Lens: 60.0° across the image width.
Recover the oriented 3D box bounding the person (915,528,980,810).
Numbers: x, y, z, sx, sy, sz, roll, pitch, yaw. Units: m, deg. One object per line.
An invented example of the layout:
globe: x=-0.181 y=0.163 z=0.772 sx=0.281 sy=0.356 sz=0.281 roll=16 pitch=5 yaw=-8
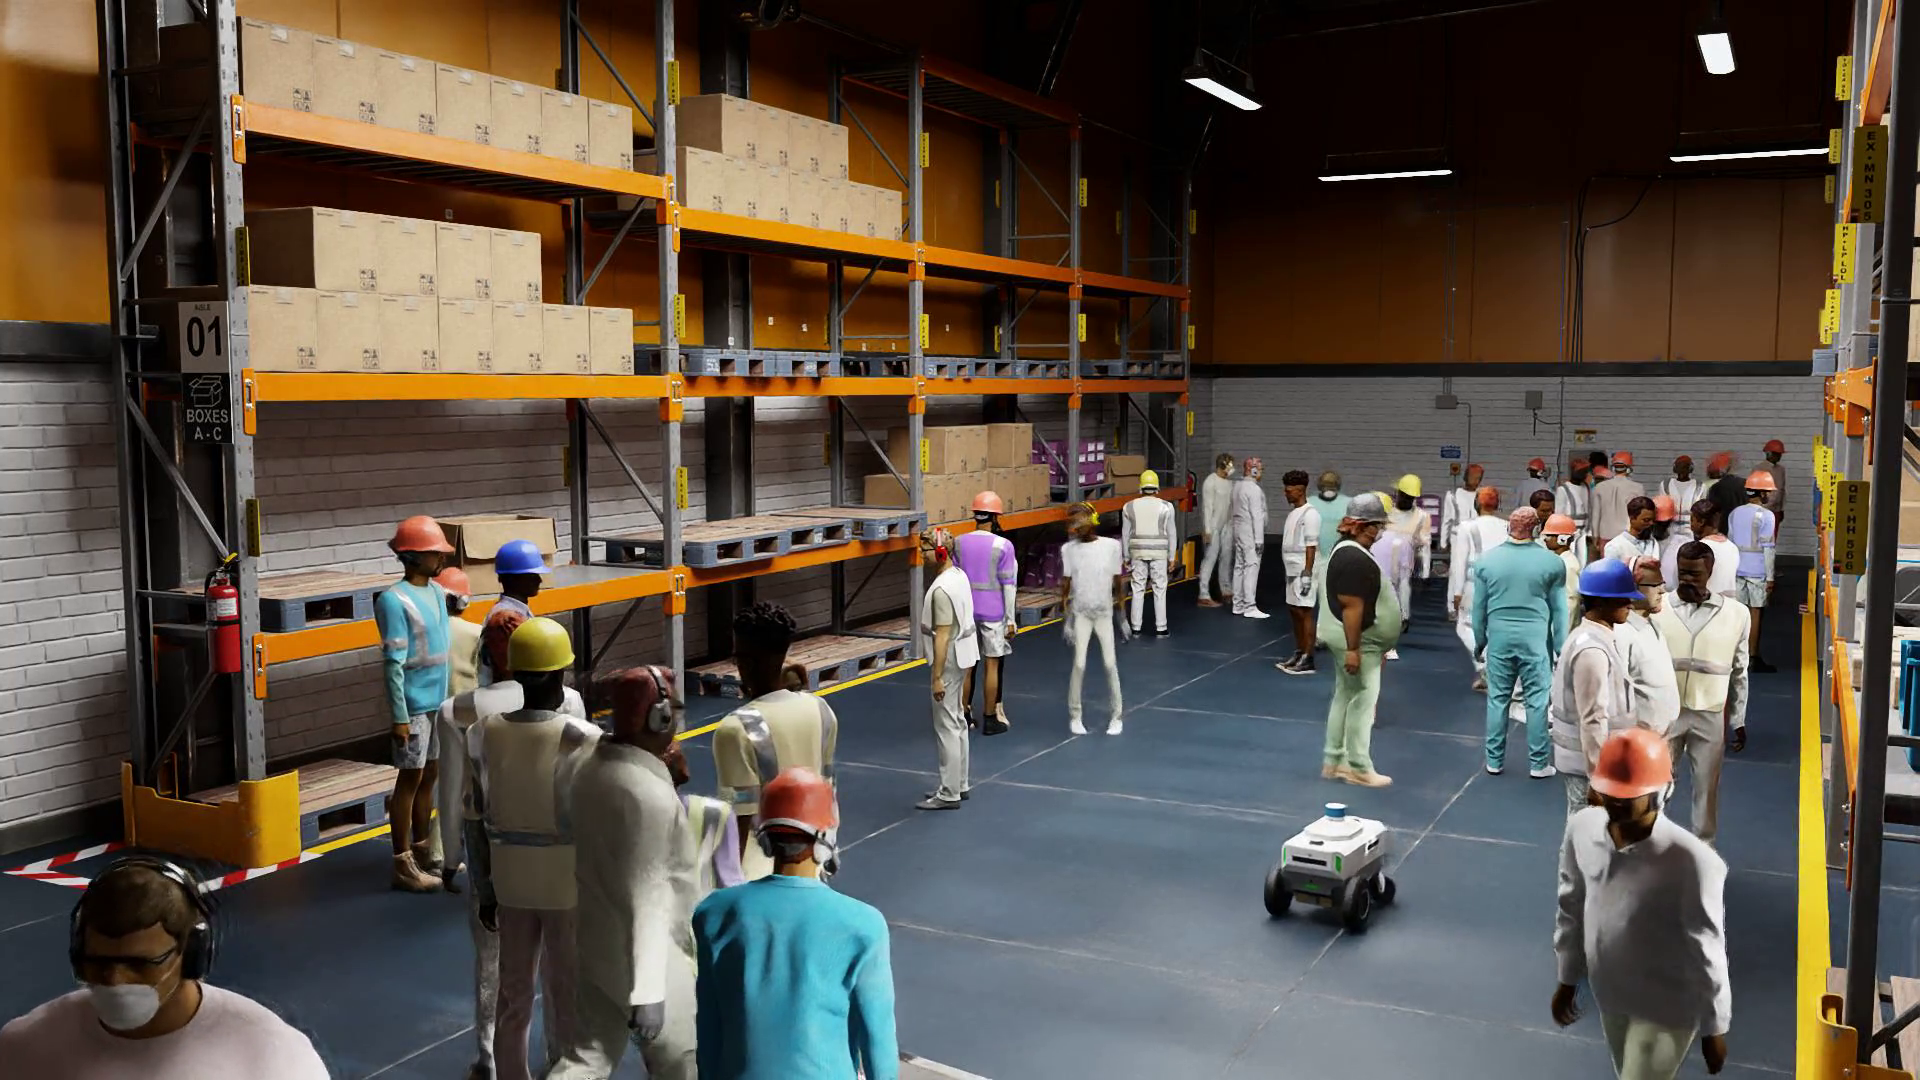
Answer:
person: x=-0.075 y=0.834 z=10.812 sx=0.394 sy=1.836 sz=0.560 roll=1 pitch=5 yaw=10

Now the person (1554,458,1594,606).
person: x=7.474 y=-0.070 z=20.362 sx=0.787 sy=1.870 sz=0.534 roll=-4 pitch=6 yaw=-35

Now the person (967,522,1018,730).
person: x=0.218 y=0.666 z=13.322 sx=0.536 sy=1.699 sz=0.322 roll=-2 pitch=6 yaw=-17

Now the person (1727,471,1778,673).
person: x=7.626 y=0.304 z=15.959 sx=0.373 sy=1.934 sz=0.551 roll=-2 pitch=6 yaw=-16

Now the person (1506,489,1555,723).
person: x=4.714 y=0.534 z=13.642 sx=0.600 sy=1.910 sz=0.379 roll=-2 pitch=6 yaw=-25

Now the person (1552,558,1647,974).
person: x=2.998 y=1.052 z=7.847 sx=0.393 sy=1.946 sz=0.617 roll=2 pitch=6 yaw=18

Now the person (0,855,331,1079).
person: x=-1.446 y=1.514 z=2.962 sx=0.662 sy=1.927 sz=0.520 roll=0 pitch=5 yaw=2

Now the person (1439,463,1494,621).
person: x=5.942 y=0.011 z=19.566 sx=0.606 sy=1.859 sz=0.734 roll=1 pitch=5 yaw=9

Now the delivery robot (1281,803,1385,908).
delivery robot: x=1.950 y=1.619 z=8.665 sx=0.477 sy=0.478 sz=0.707 roll=3 pitch=6 yaw=33

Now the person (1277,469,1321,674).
person: x=3.253 y=0.300 z=15.929 sx=0.374 sy=1.957 sz=0.601 roll=-1 pitch=5 yaw=-9

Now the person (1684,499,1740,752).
person: x=5.603 y=0.646 z=12.460 sx=0.599 sy=1.907 sz=0.412 roll=-4 pitch=7 yaw=-38

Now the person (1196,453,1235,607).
person: x=3.202 y=-0.132 z=20.724 sx=0.436 sy=1.923 sz=0.702 roll=4 pitch=7 yaw=35

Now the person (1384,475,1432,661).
person: x=4.377 y=0.278 z=16.602 sx=0.605 sy=1.861 sz=0.814 roll=0 pitch=5 yaw=4

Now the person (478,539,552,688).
person: x=-2.339 y=0.965 z=8.778 sx=0.400 sy=1.949 sz=0.605 roll=-1 pitch=5 yaw=-6

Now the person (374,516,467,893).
person: x=-2.934 y=0.887 z=9.116 sx=0.380 sy=2.041 sz=0.616 roll=1 pitch=5 yaw=7

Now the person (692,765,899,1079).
person: x=-0.432 y=1.472 z=4.451 sx=0.570 sy=1.740 sz=0.380 roll=1 pitch=5 yaw=14

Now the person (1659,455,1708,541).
person: x=8.975 y=-0.112 z=20.706 sx=0.586 sy=1.883 sz=0.342 roll=3 pitch=6 yaw=30

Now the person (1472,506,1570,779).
person: x=3.942 y=0.716 z=11.691 sx=0.652 sy=1.906 sz=0.402 roll=3 pitch=6 yaw=29

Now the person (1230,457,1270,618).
person: x=3.454 y=-0.029 z=19.711 sx=0.403 sy=1.906 sz=0.652 roll=-1 pitch=6 yaw=-15

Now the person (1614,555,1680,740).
person: x=3.382 y=1.027 z=8.342 sx=0.410 sy=1.909 sz=0.643 roll=4 pitch=6 yaw=34

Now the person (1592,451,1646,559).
person: x=7.757 y=-0.052 z=19.556 sx=0.621 sy=1.986 sz=0.410 roll=5 pitch=7 yaw=42

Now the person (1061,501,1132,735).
person: x=1.072 y=0.610 z=13.124 sx=0.549 sy=1.859 sz=0.366 roll=1 pitch=5 yaw=9

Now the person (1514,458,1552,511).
person: x=7.932 y=-0.254 z=22.951 sx=0.346 sy=1.746 sz=0.573 roll=-4 pitch=7 yaw=-39

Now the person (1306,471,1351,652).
person: x=3.833 y=0.210 z=17.333 sx=0.628 sy=1.879 sz=1.005 roll=3 pitch=6 yaw=25

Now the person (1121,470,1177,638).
person: x=2.058 y=0.157 z=18.071 sx=0.600 sy=1.836 sz=0.404 roll=1 pitch=5 yaw=13

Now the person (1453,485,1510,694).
person: x=4.662 y=0.446 z=14.792 sx=0.599 sy=1.866 sz=0.437 roll=-1 pitch=5 yaw=-14

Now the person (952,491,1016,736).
person: x=0.193 y=0.579 z=13.104 sx=0.550 sy=1.923 sz=0.391 roll=2 pitch=6 yaw=24

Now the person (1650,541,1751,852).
person: x=3.985 y=0.951 z=9.107 sx=0.597 sy=1.915 sz=0.371 roll=2 pitch=6 yaw=19

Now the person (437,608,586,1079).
person: x=-1.742 y=1.206 z=6.533 sx=0.583 sy=1.882 sz=0.338 roll=-2 pitch=6 yaw=-23

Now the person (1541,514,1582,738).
person: x=4.672 y=0.668 z=13.016 sx=0.326 sy=1.751 sz=0.559 roll=1 pitch=5 yaw=8

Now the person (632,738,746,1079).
person: x=-0.979 y=1.421 z=5.656 sx=0.515 sy=1.600 sz=0.712 roll=-1 pitch=5 yaw=-15

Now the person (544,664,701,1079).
person: x=-1.122 y=1.328 z=5.361 sx=0.943 sy=1.865 sz=0.672 roll=-3 pitch=6 yaw=-29

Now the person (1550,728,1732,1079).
person: x=2.159 y=1.417 z=5.229 sx=0.622 sy=1.713 sz=0.583 roll=-2 pitch=6 yaw=-23

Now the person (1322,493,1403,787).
person: x=2.762 y=0.673 z=11.432 sx=0.536 sy=2.000 sz=0.695 roll=1 pitch=5 yaw=8

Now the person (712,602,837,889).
person: x=-0.700 y=1.204 z=6.110 sx=0.361 sy=1.963 sz=0.614 roll=3 pitch=6 yaw=32

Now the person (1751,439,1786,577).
person: x=11.572 y=-0.445 z=23.790 sx=0.611 sy=1.985 sz=0.412 roll=-2 pitch=6 yaw=-23

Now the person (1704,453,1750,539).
person: x=9.188 y=-0.064 z=19.897 sx=0.734 sy=1.950 sz=0.443 roll=-2 pitch=6 yaw=-21

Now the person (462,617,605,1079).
person: x=-1.483 y=1.237 z=5.958 sx=0.587 sy=1.930 sz=0.359 roll=1 pitch=5 yaw=13

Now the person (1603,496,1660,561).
person: x=5.200 y=0.607 z=12.875 sx=0.600 sy=1.908 sz=0.397 roll=-3 pitch=6 yaw=-32
